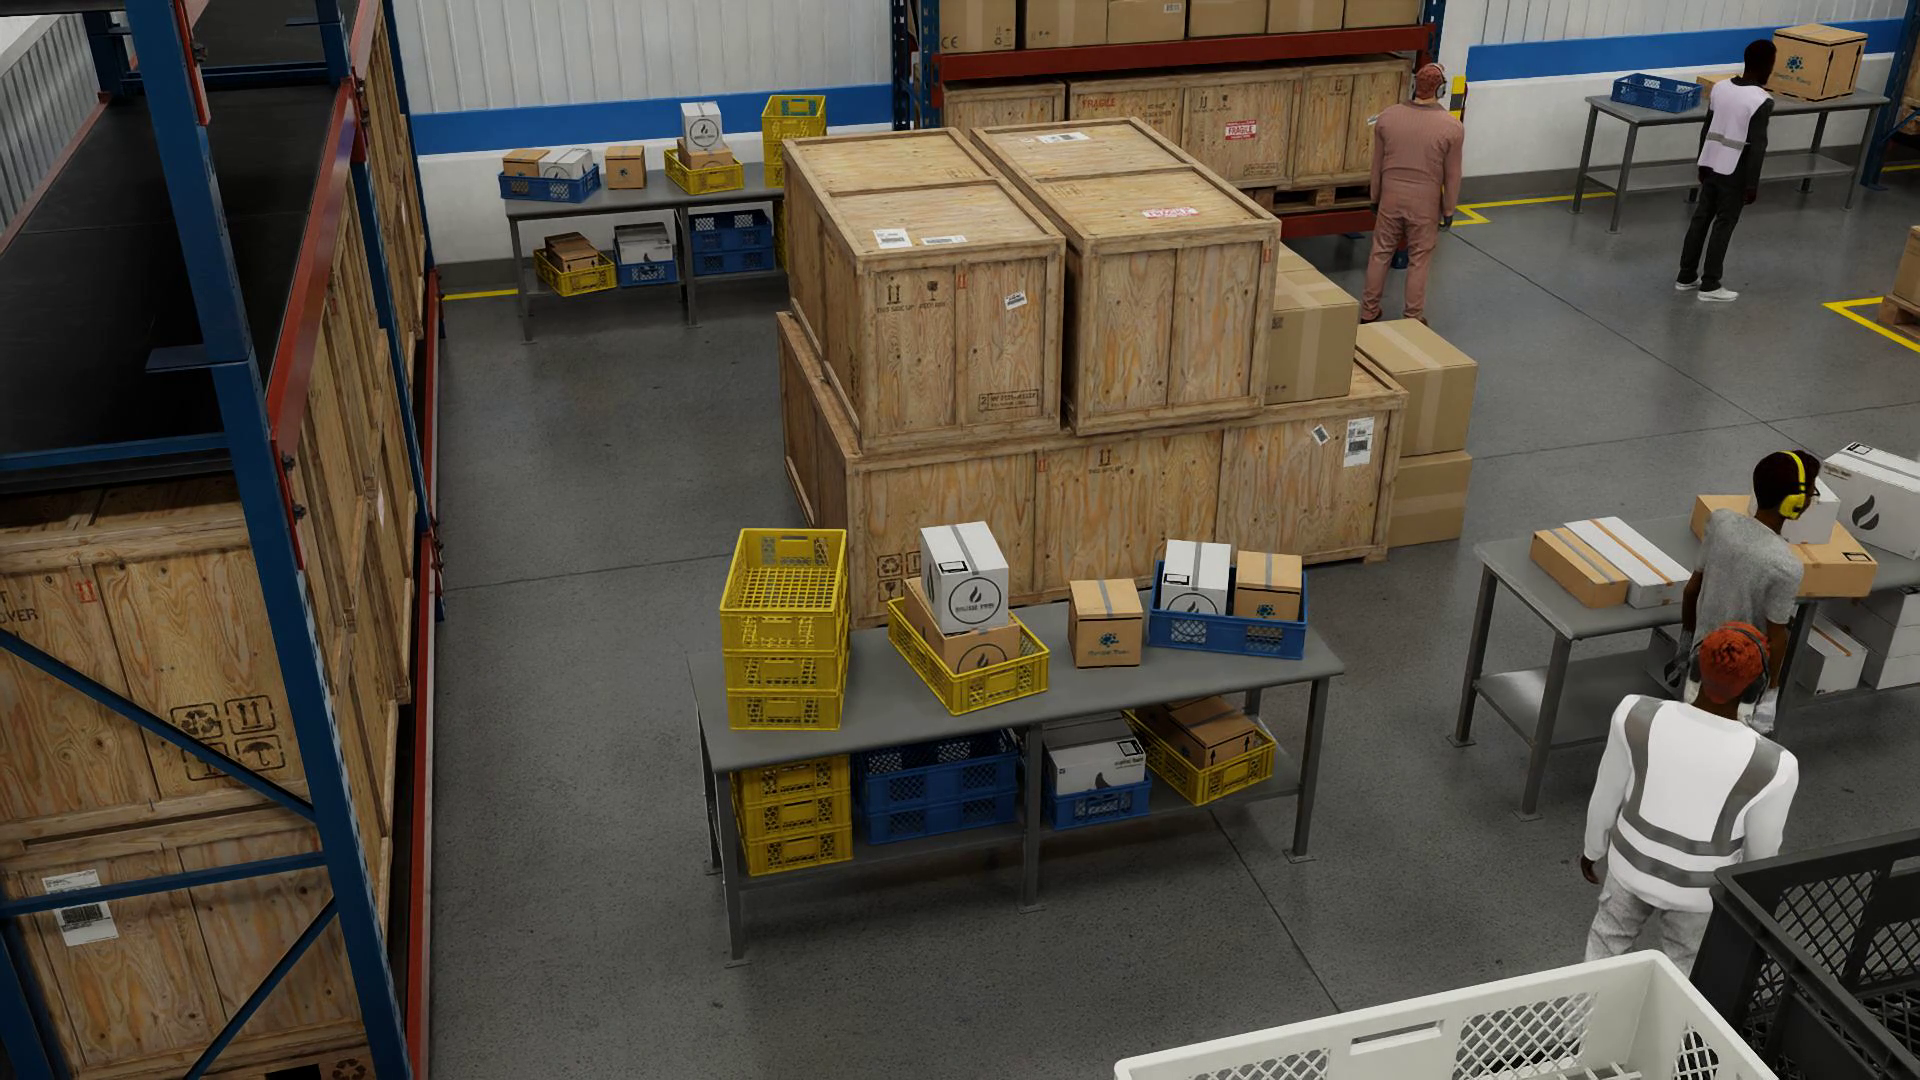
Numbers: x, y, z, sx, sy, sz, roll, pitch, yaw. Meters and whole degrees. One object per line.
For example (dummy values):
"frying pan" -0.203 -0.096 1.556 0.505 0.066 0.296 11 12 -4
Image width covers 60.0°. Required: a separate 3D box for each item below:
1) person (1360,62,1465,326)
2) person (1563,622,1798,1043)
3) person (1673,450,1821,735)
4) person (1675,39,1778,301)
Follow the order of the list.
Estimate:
"person" 3.217 -2.415 11.804 0.644 1.900 0.396 17 33 28
"person" 2.318 1.104 5.441 0.581 1.875 0.344 20 34 31
"person" 3.024 0.499 6.542 0.309 1.864 0.535 -9 30 -15
"person" 5.705 -2.743 12.373 0.370 1.915 0.597 -8 30 -15
